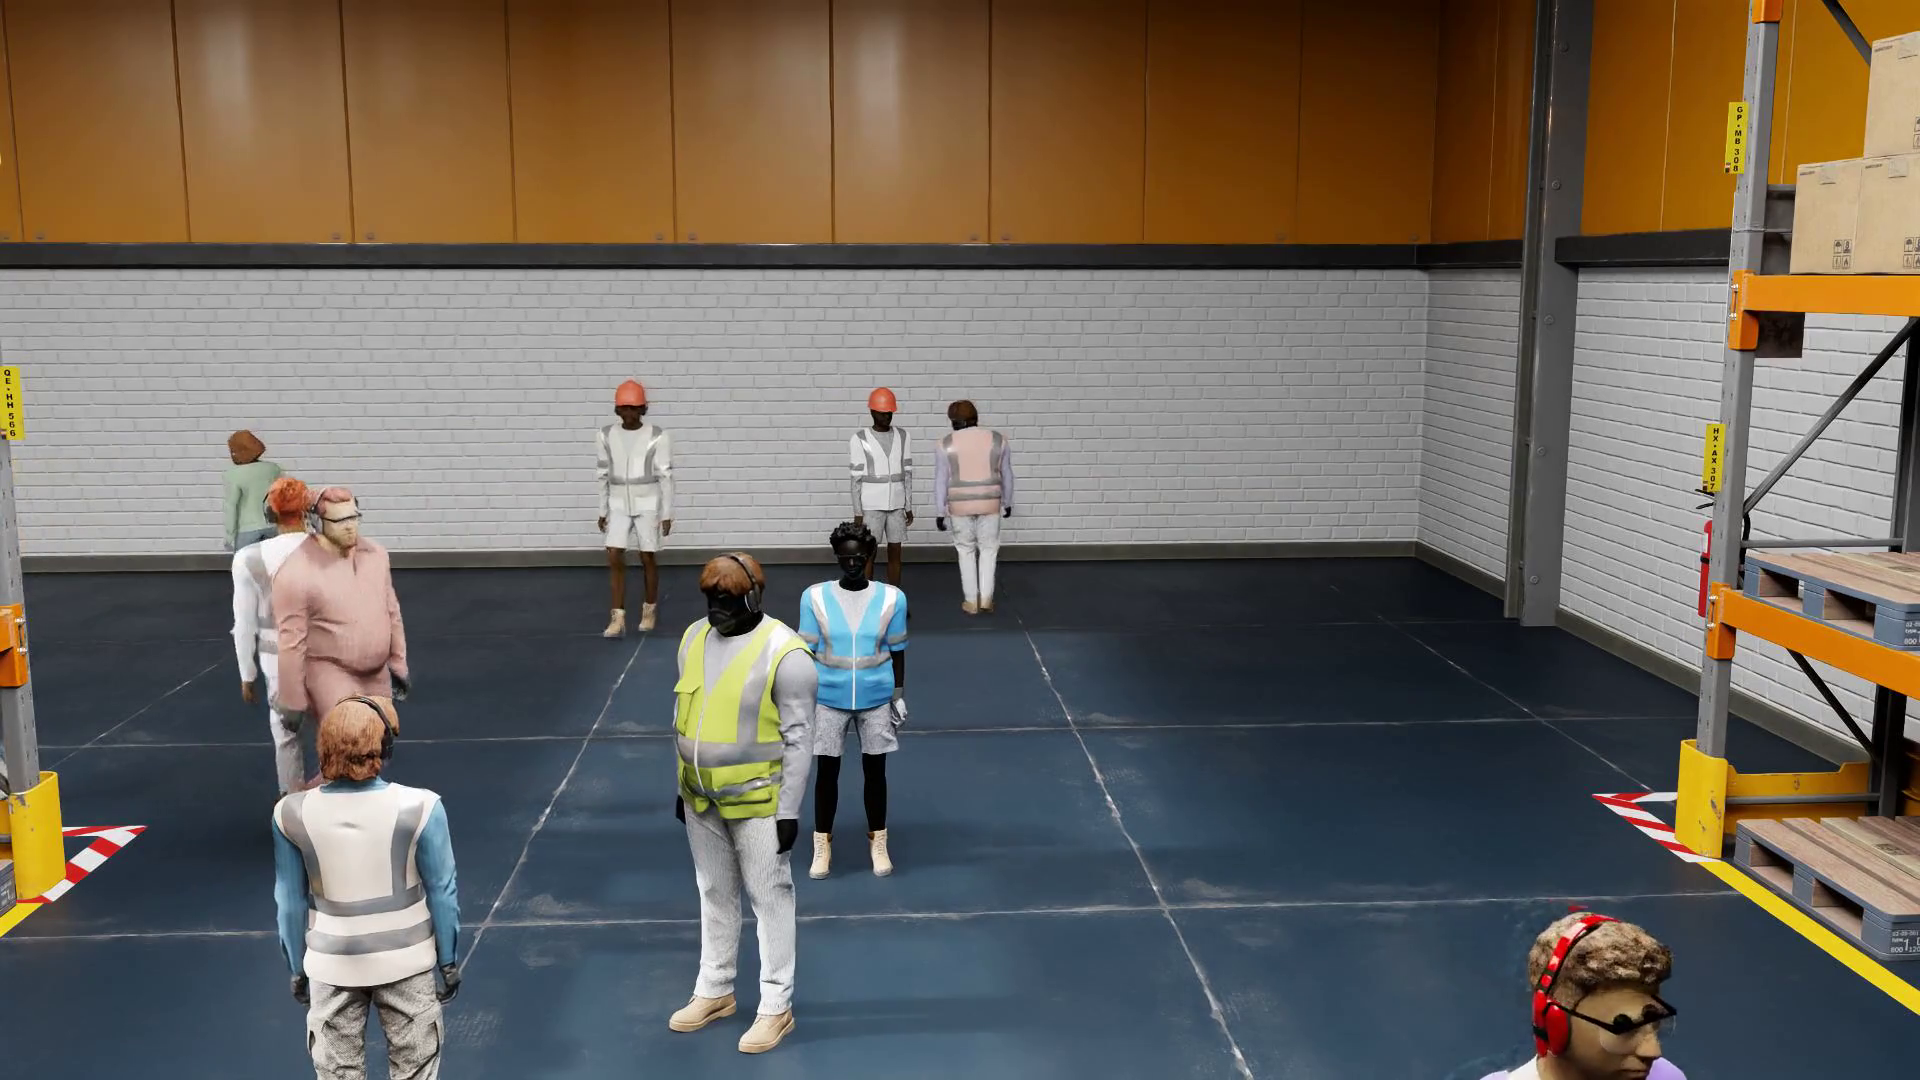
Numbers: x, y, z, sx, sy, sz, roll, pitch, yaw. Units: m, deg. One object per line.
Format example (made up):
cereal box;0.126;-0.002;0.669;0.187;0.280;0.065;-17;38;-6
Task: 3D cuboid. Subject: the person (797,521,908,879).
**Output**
person;-0.503;0.749;7.828;0.531;1.698;0.320;-1;9;-6

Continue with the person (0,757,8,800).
person;-5.326;0.567;8.449;0.992;1.877;0.589;-8;12;-42

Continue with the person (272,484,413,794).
person;-2.941;0.650;7.893;0.716;1.873;0.658;4;10;22

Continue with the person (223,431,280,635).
person;-5.551;-0.054;13.121;0.305;1.625;0.540;6;11;32

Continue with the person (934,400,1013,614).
person;0.107;-0.265;13.844;0.670;1.807;0.472;-1;9;-6

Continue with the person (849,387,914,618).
person;-0.628;-0.289;13.640;0.540;1.930;0.377;-4;10;-26

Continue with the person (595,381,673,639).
person;-2.568;-0.226;12.976;0.639;2.008;0.884;1;9;4

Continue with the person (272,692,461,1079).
person;-1.711;1.254;4.844;0.511;1.640;0.308;-1;9;-6

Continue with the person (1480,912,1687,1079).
person;1.006;1.484;2.891;0.580;1.807;0.945;-6;11;-33

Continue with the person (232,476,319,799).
person;-3.227;0.611;8.164;0.593;1.867;0.669;-4;10;-24

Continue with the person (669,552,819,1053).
person;-0.823;0.950;6.129;0.625;1.841;0.429;6;11;33
